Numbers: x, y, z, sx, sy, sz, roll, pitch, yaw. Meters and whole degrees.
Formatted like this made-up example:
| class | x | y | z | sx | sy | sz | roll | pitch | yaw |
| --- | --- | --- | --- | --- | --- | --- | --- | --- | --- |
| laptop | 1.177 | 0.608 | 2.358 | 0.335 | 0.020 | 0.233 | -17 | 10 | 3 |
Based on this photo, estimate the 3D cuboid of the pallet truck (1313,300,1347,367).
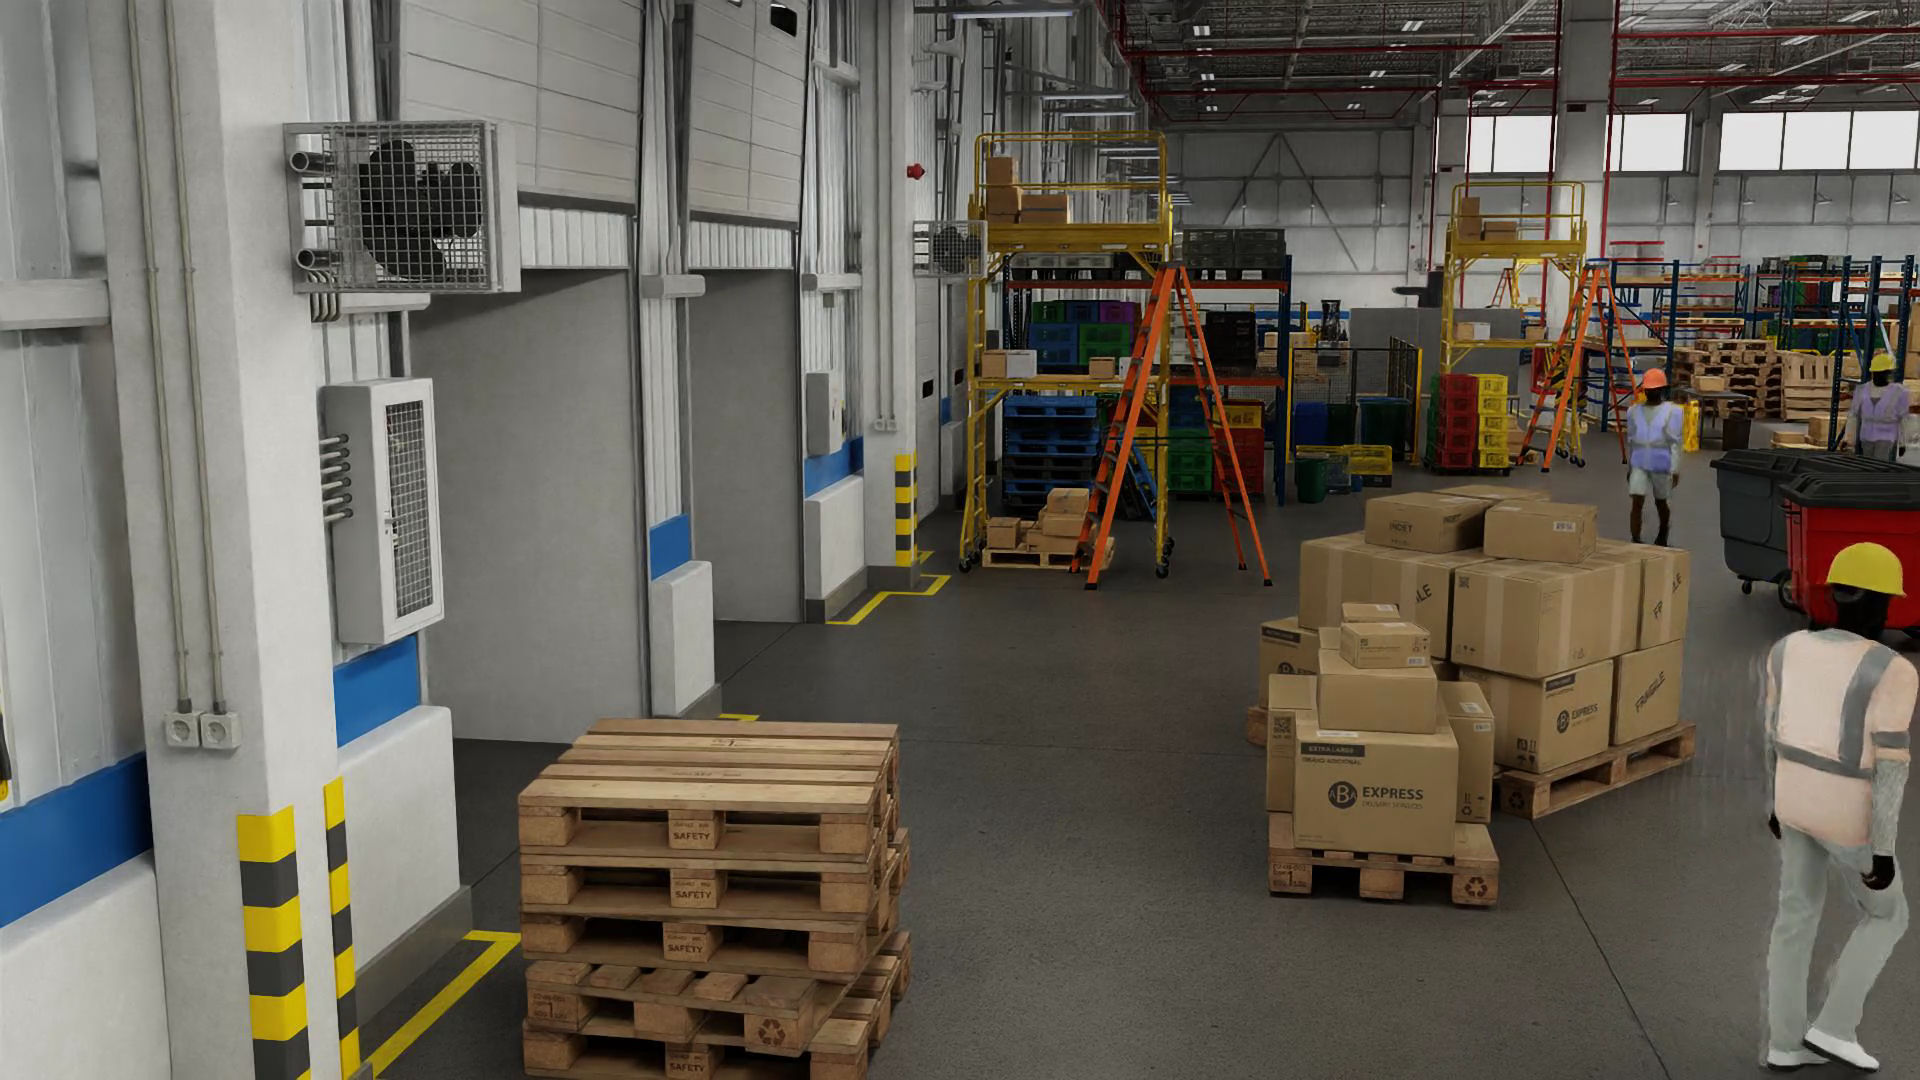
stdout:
| class | x | y | z | sx | sy | sz | roll | pitch | yaw |
| --- | --- | --- | --- | --- | --- | --- | --- | --- | --- |
| pallet truck | 11.159 | -6.200 | 49.718 | 0.823 | 1.965 | 1.885 | 4 | 10 | 26 |

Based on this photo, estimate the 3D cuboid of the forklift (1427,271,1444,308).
| class | x | y | z | sx | sy | sz | roll | pitch | yaw |
| --- | --- | --- | --- | --- | --- | --- | --- | --- | --- |
| forklift | 11.937 | -5.361 | 41.828 | 1.873 | 2.768 | 1.129 | 1 | 9 | 9 |

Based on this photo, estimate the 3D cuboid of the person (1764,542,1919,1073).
| class | x | y | z | sx | sy | sz | roll | pitch | yaw |
| --- | --- | --- | --- | --- | --- | --- | --- | --- | --- |
| person | 3.092 | 0.956 | 5.866 | 0.521 | 1.899 | 0.601 | -4 | 10 | -22 |

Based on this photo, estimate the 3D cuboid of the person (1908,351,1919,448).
| class | x | y | z | sx | sy | sz | roll | pitch | yaw |
| --- | --- | --- | --- | --- | --- | --- | --- | --- | --- |
| person | 15.500 | -2.339 | 26.728 | 0.335 | 1.734 | 0.487 | 5 | 10 | 28 |

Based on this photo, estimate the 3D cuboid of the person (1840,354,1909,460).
| class | x | y | z | sx | sy | sz | roll | pitch | yaw |
| --- | --- | --- | --- | --- | --- | --- | --- | --- | --- |
| person | 10.387 | -1.155 | 18.919 | 0.764 | 1.897 | 0.600 | -6 | 11 | -34 |

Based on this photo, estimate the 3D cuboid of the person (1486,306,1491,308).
| class | x | y | z | sx | sy | sz | roll | pitch | yaw |
| --- | --- | --- | --- | --- | --- | --- | --- | --- | --- |
| person | 17.307 | -6.834 | 54.560 | 0.536 | 1.697 | 0.318 | -7 | 11 | -35 |

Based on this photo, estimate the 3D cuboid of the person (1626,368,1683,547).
| class | x | y | z | sx | sy | sz | roll | pitch | yaw |
| --- | --- | --- | --- | --- | --- | --- | --- | --- | --- |
| person | 6.881 | -0.761 | 16.480 | 0.555 | 1.910 | 0.885 | 7 | 12 | 37 |
